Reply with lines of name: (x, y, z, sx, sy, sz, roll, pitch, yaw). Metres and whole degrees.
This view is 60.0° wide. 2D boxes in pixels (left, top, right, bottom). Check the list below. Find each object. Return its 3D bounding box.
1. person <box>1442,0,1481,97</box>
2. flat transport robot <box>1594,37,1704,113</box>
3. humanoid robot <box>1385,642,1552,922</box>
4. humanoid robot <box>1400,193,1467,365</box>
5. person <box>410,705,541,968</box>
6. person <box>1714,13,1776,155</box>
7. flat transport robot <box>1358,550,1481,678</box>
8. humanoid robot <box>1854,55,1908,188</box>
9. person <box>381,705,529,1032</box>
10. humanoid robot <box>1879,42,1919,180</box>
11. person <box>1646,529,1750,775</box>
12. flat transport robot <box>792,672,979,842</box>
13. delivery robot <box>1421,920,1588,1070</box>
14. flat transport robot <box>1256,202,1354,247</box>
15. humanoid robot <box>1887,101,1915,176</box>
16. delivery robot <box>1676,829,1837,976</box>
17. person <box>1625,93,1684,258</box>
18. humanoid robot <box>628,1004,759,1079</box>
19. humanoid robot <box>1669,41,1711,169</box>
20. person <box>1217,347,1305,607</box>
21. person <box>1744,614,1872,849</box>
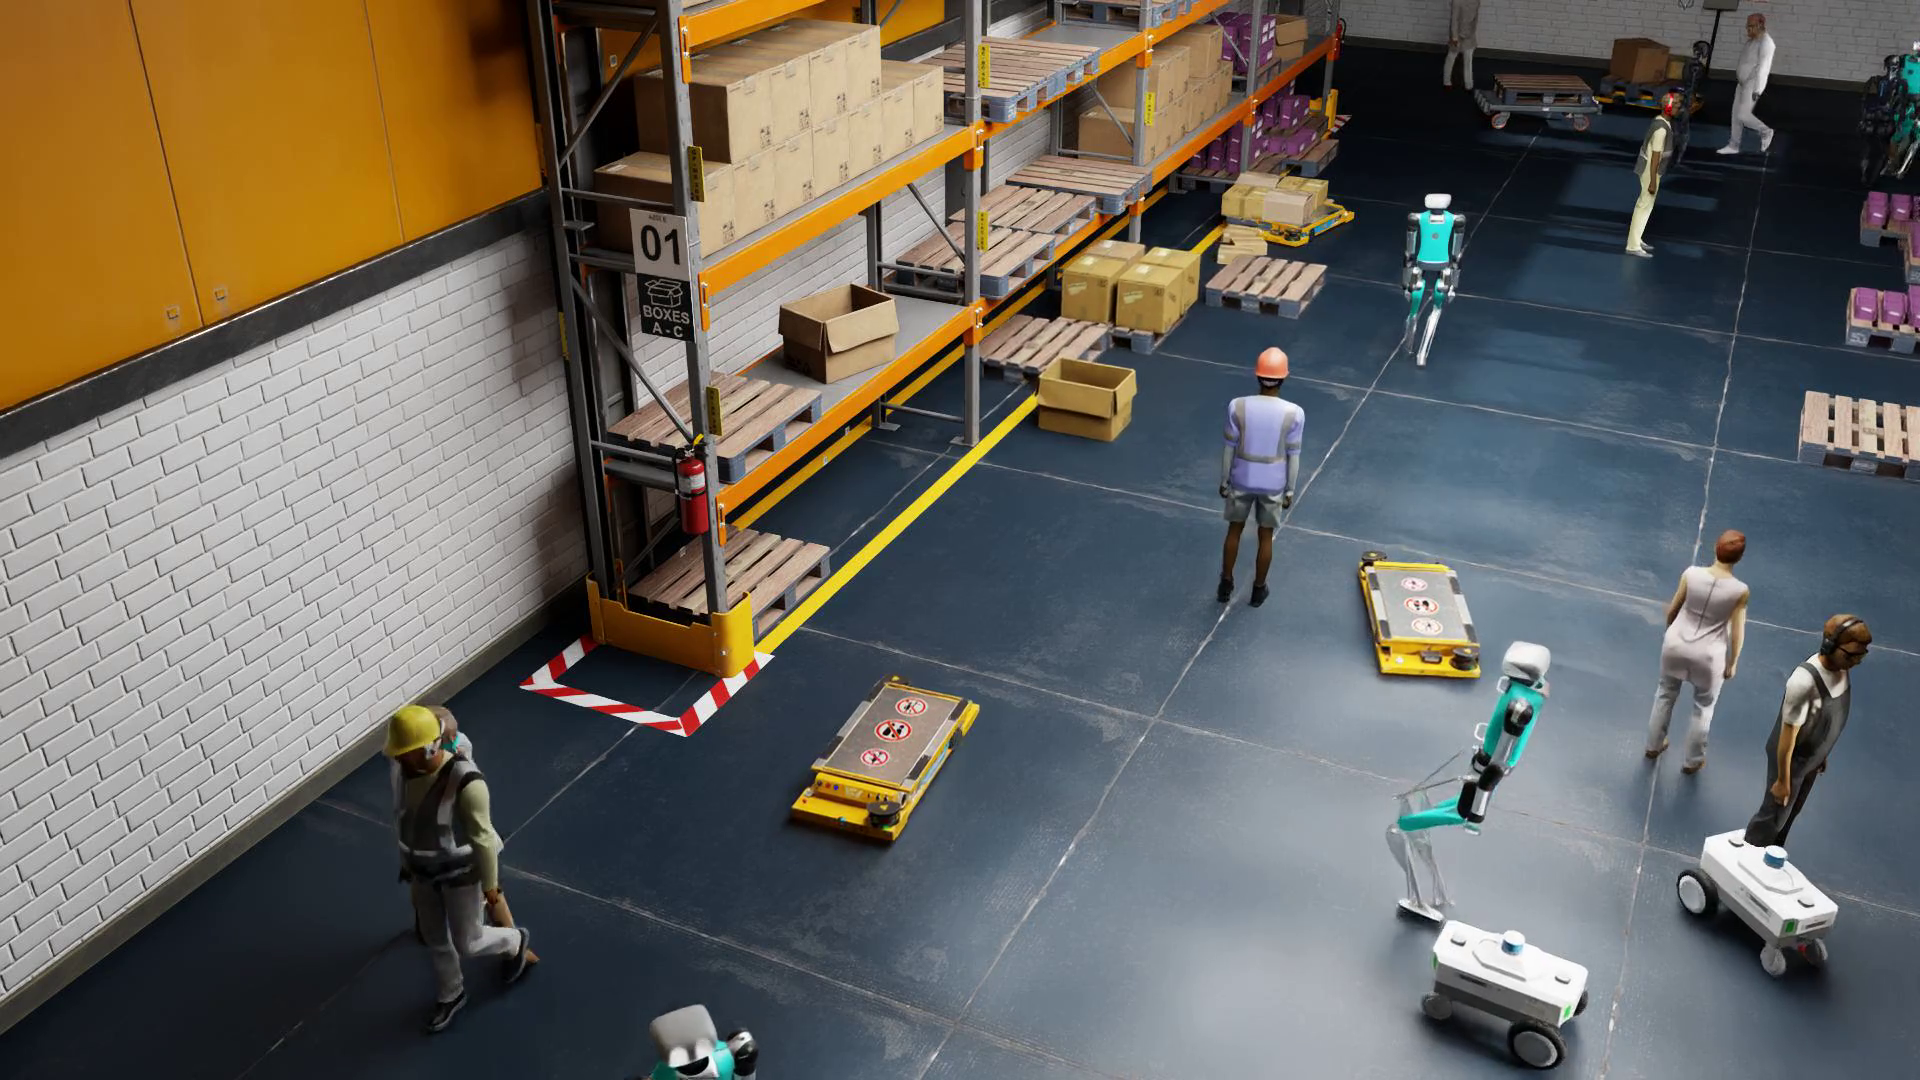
person: (7.711, -7.687, 25.370, 0.523, 1.796, 0.842, -7, 29, -12)
flat transport robot: (10.382, -6.661, 25.079, 1.431, 0.231, 0.659, 22, 35, 35)
humanoid robot: (2.602, 1.284, 8.811, 0.801, 1.771, 0.531, 12, 31, 22)
humanoid robot: (4.447, -2.416, 15.792, 0.550, 1.903, 0.719, 7, 29, 13)
person: (-2.591, 1.511, 8.501, 0.870, 1.608, 0.498, 19, 34, 31)
person: (10.686, -6.100, 22.346, 0.609, 1.876, 0.681, 2, 28, 3)
flat transport robot: (3.234, 0.515, 11.774, 0.659, 0.231, 1.431, 3, 28, 5)
humanoid robot: (11.685, -5.308, 21.111, 0.343, 1.642, 0.601, -22, 35, -35)
person: (-2.521, 1.585, 8.168, 0.614, 1.804, 0.561, 14, 31, 24)
humanoid robot: (12.297, -5.518, 21.405, 0.706, 1.772, 0.543, -13, 31, -23)
person: (4.460, 0.666, 10.036, 0.477, 1.642, 0.377, 20, 34, 33)
flat transport robot: (-0.433, 1.314, 10.291, 0.659, 0.231, 1.431, 10, 30, 19)
delivery robot: (2.741, 2.224, 8.311, 0.801, 0.602, 0.499, 16, 32, 27)
flat transport robot: (4.059, -3.791, 19.758, 0.659, 0.231, 1.431, 21, 35, 34)
humanoid robot: (12.287, -5.561, 21.533, 0.696, 1.818, 0.530, 5, 29, 10)
delivery robot: (4.294, 1.899, 8.925, 0.499, 0.613, 0.811, -9, 30, -16)
person: (7.771, -4.113, 18.706, 0.379, 1.836, 0.561, 11, 30, 19)
humanoid robot: (-1.123, 2.484, 6.697, 0.546, 1.884, 0.757, -17, 33, -28)
humanoid robot: (9.532, -5.737, 21.903, 0.419, 1.647, 0.613, 9, 30, 17)
person: (2.127, -0.439, 11.825, 0.552, 1.916, 0.448, 7, 29, 13)
person: (4.480, 1.194, 8.862, 0.506, 1.839, 0.344, -23, 36, -36)
